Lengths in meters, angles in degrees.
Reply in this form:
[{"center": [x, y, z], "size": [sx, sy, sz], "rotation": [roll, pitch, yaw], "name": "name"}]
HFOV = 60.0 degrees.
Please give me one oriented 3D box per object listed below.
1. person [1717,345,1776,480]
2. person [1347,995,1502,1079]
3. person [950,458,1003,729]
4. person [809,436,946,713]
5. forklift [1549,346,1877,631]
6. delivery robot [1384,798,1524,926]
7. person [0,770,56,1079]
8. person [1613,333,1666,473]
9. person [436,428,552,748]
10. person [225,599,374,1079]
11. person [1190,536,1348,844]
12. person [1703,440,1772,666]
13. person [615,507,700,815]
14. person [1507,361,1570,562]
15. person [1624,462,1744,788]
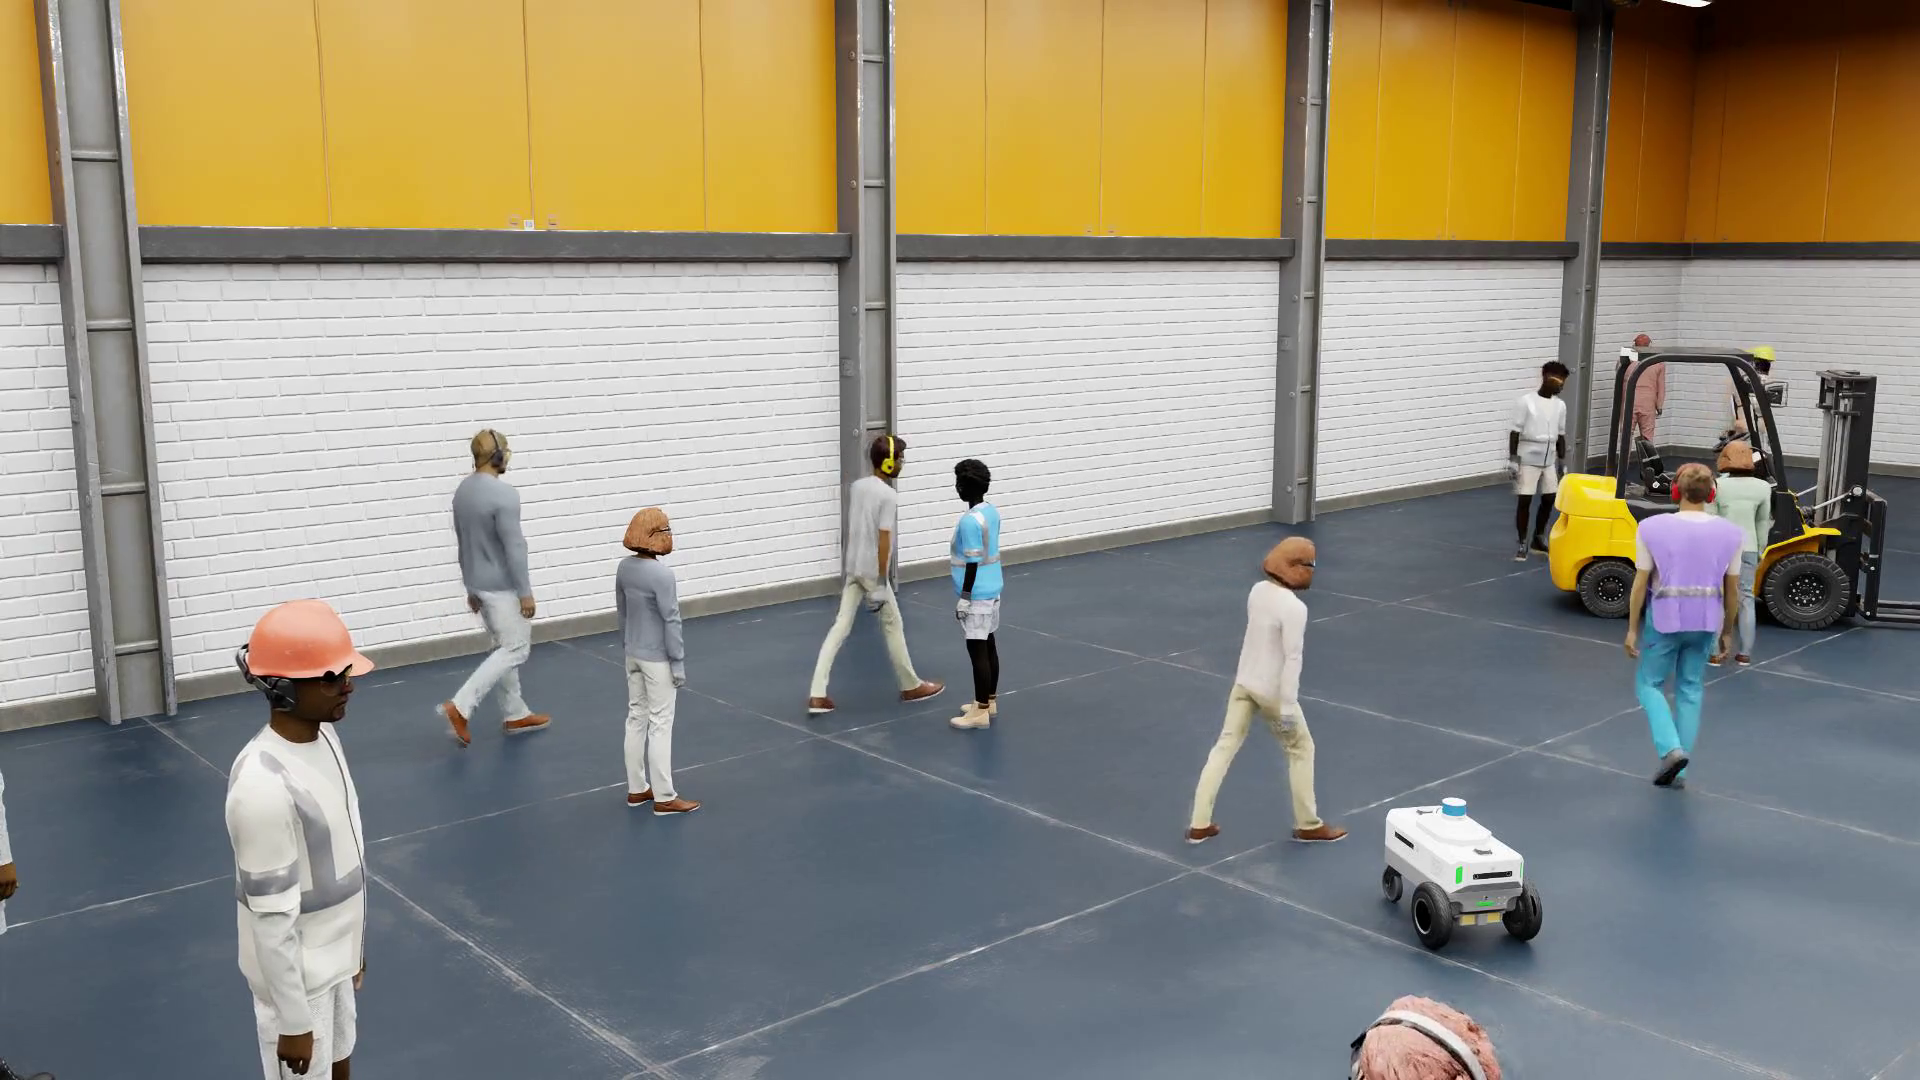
[{"center": [9.304, -1.340, 19.579], "size": [0.536, 1.906, 0.611], "rotation": [-1, 10, -8], "name": "person"}, {"center": [0.627, 1.594, 2.524], "size": [0.831, 1.868, 0.643], "rotation": [-5, 11, -28], "name": "person"}, {"center": [0.100, 0.332, 10.407], "size": [0.319, 1.695, 0.533], "rotation": [3, 10, 15], "name": "person"}, {"center": [-0.588, 0.222, 10.786], "size": [1.017, 1.796, 0.617], "rotation": [-8, 12, -39], "name": "person"}, {"center": [6.109, -0.478, 13.691], "size": [2.313, 2.155, 1.214], "rotation": [3, 10, 16], "name": "forklift"}, {"center": [2.165, 1.380, 7.327], "size": [0.477, 0.478, 0.707], "rotation": [-2, 10, -12], "name": "delivery robot"}, {"center": [-3.441, 1.027, 5.661], "size": [0.543, 1.928, 0.374], "rotation": [3, 10, 16], "name": "person"}, {"center": [9.128, -1.818, 22.376], "size": [0.649, 1.907, 0.409], "rotation": [3, 10, 18], "name": "person"}, {"center": [-2.824, 0.289, 9.993], "size": [0.769, 1.920, 0.659], "rotation": [-8, 13, -40], "name": "person"}, {"center": [-1.766, 1.161, 4.585], "size": [0.393, 2.038, 0.606], "rotation": [-1, 10, -7], "name": "person"}, {"center": [1.527, 0.760, 8.294], "size": [0.772, 1.563, 0.527], "rotation": [-4, 11, -24], "name": "person"}, {"center": [5.548, 0.099, 11.956], "size": [0.507, 1.631, 0.269], "rotation": [0, 10, -1], "name": "person"}, {"center": [-1.624, 0.635, 8.809], "size": [0.498, 1.633, 0.282], "rotation": [10, 14, 44], "name": "person"}, {"center": [5.598, -0.765, 16.140], "size": [0.713, 1.935, 0.395], "rotation": [-3, 10, -19], "name": "person"}, {"center": [3.956, 0.487, 9.103], "size": [0.586, 1.826, 0.475], "rotation": [1, 10, 5], "name": "person"}]
